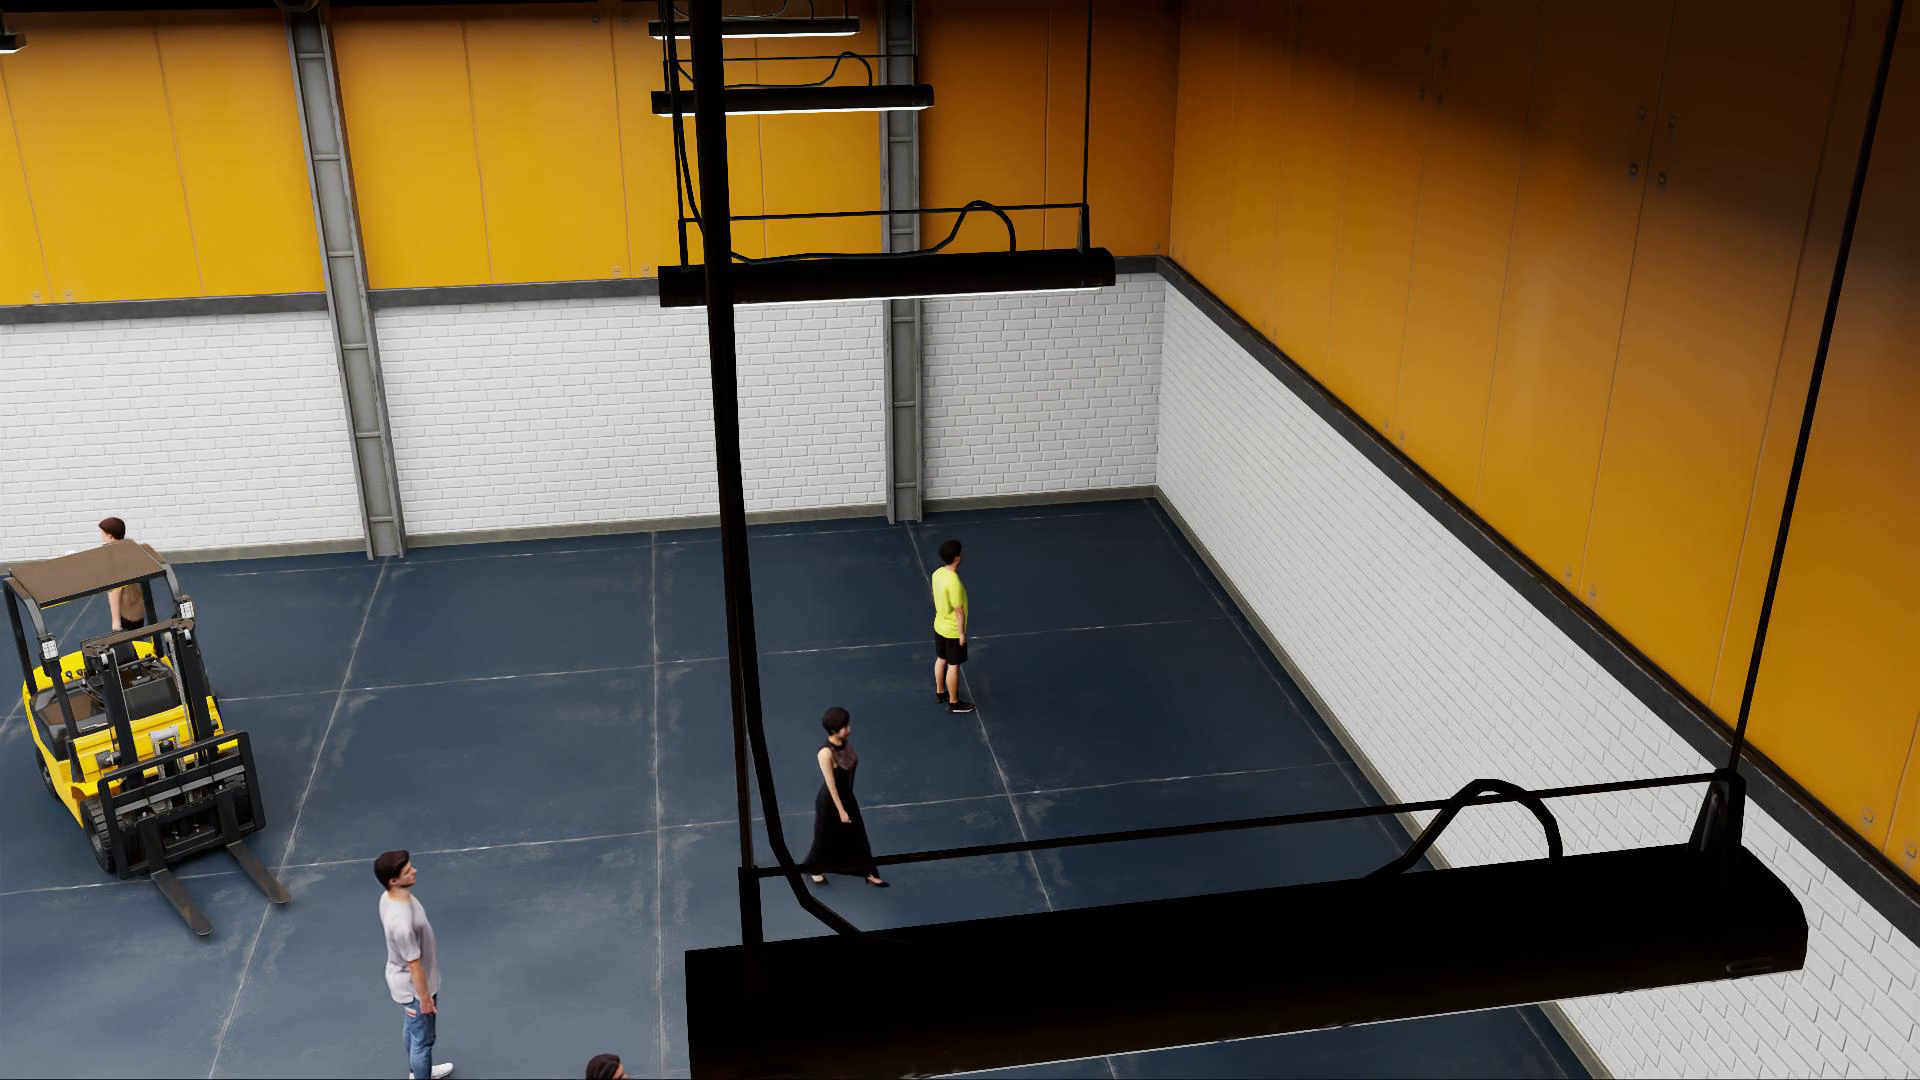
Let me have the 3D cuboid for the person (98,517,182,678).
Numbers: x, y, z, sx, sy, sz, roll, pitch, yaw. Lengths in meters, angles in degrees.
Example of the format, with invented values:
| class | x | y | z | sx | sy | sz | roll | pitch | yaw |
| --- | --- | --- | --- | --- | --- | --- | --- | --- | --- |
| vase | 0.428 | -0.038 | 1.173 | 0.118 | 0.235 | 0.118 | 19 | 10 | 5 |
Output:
| class | x | y | z | sx | sy | sz | roll | pitch | yaw |
| --- | --- | --- | --- | --- | --- | --- | --- | --- | --- |
| person | -7.710 | 0.657 | 15.671 | 0.981 | 1.835 | 0.686 | -3 | 24 | -6 |

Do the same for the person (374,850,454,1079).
| class | x | y | z | sx | sy | sz | roll | pitch | yaw |
| --- | --- | --- | --- | --- | --- | --- | --- | --- | --- |
| person | -3.517 | 2.802 | 10.698 | 0.657 | 1.888 | 0.733 | -11 | 26 | -24 |

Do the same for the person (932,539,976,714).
| class | x | y | z | sx | sy | sz | roll | pitch | yaw |
| --- | --- | --- | --- | --- | --- | --- | --- | --- | --- |
| person | -0.093 | 0.795 | 15.515 | 0.641 | 1.708 | 0.681 | -12 | 26 | -26 |

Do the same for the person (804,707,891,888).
| class | x | y | z | sx | sy | sz | roll | pitch | yaw |
| --- | --- | --- | --- | --- | --- | --- | --- | --- | --- |
| person | -1.021 | 2.026 | 12.874 | 1.016 | 1.568 | 0.893 | 10 | 26 | 22 |

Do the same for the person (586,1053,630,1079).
| class | x | y | z | sx | sy | sz | roll | pitch | yaw |
| --- | --- | --- | --- | --- | --- | --- | --- | --- | --- |
| person | -1.878 | 3.548 | 9.088 | 0.549 | 1.811 | 0.632 | -2 | 24 | -4 |
